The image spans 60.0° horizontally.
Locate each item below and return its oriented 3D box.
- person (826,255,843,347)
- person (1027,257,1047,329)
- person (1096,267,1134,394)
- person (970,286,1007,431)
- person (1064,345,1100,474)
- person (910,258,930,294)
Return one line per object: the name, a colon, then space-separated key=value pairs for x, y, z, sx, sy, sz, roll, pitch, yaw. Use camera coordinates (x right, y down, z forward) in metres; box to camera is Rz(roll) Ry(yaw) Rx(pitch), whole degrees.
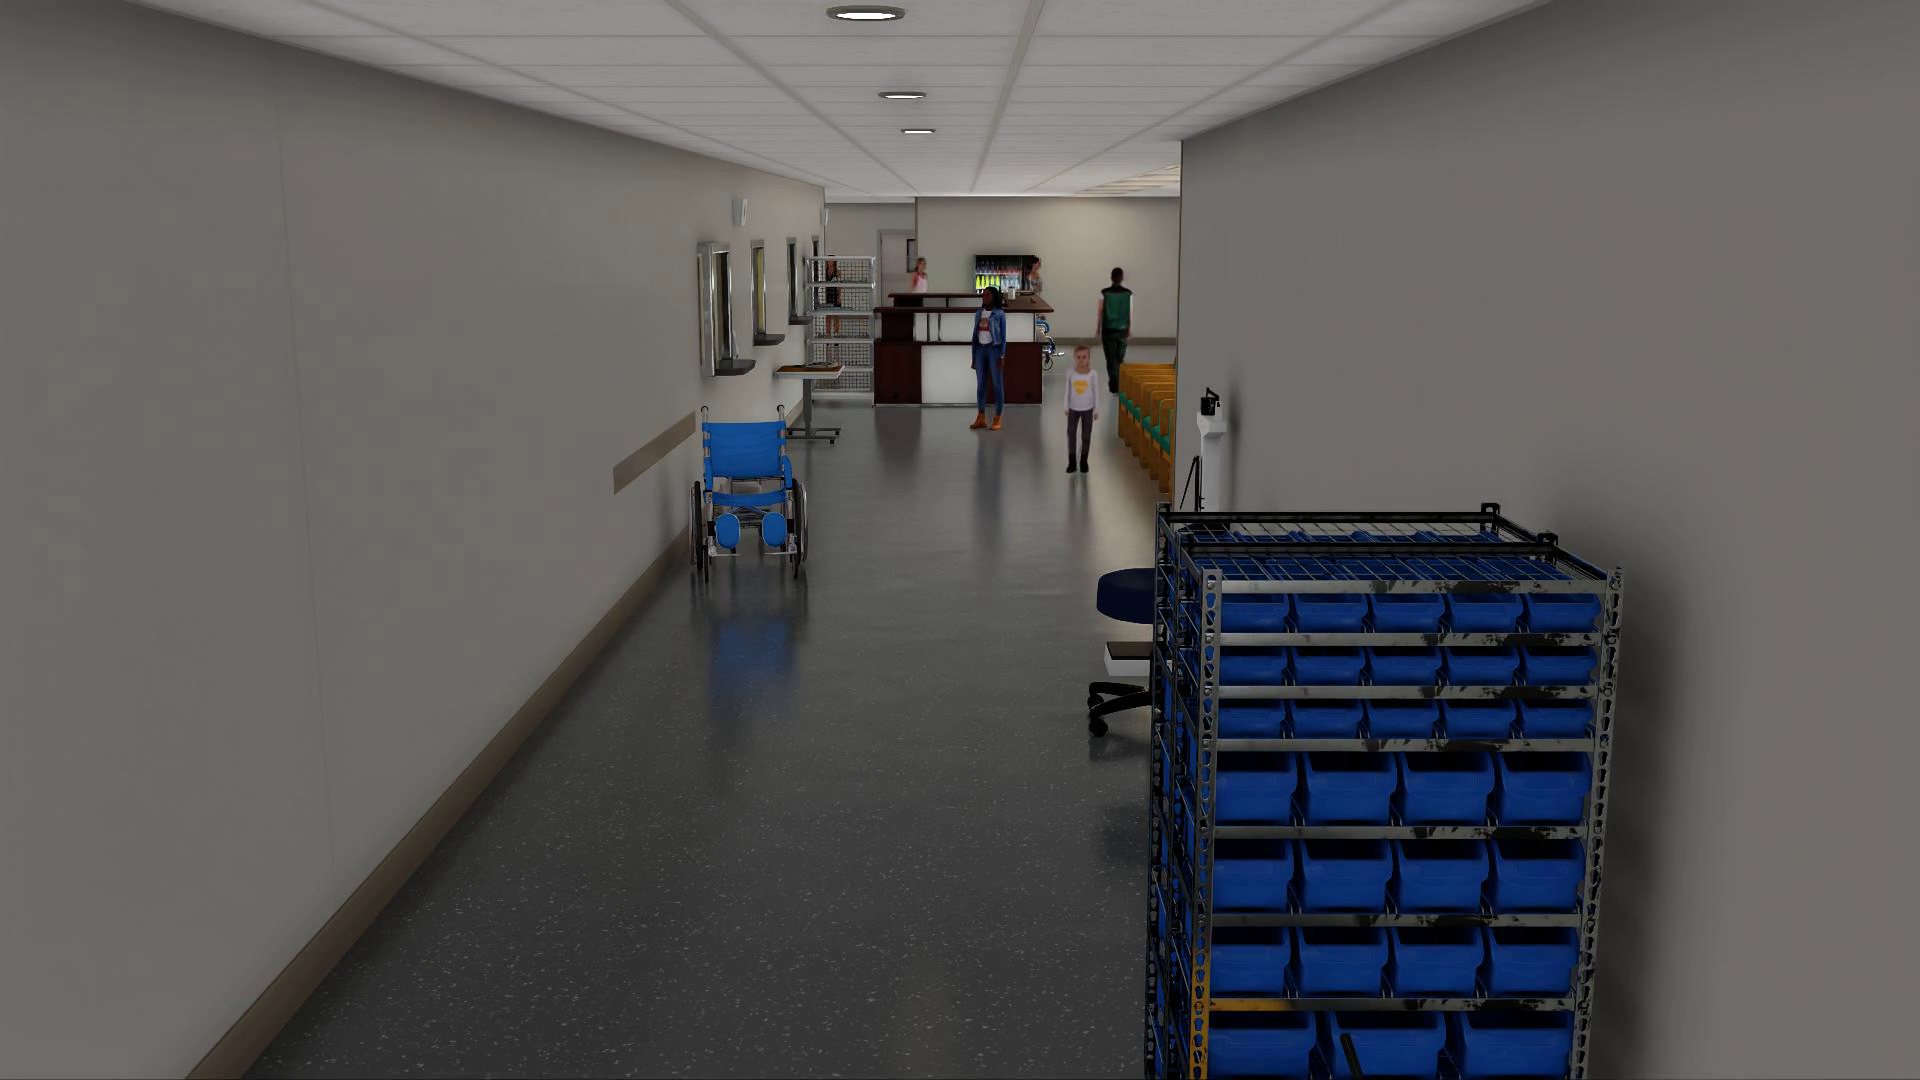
person: x=-2.598 y=-4.854 z=33.710 sx=0.563 sy=1.835 sz=0.703 roll=3 pitch=11 yaw=17
person: x=1.346 y=-4.542 z=32.137 sx=0.735 sy=1.809 sz=0.723 roll=3 pitch=11 yaw=15
person: x=2.225 y=-2.973 z=23.886 sx=1.035 sy=1.801 sz=0.736 roll=0 pitch=11 yaw=-2
person: x=0.356 y=-2.197 z=20.035 sx=0.631 sy=1.712 sz=0.739 roll=7 pitch=13 yaw=32
person: x=1.212 y=-1.297 z=16.503 sx=0.676 sy=1.262 sz=0.619 roll=1 pitch=11 yaw=7
person: x=-0.890 y=-4.783 z=33.498 sx=0.759 sy=1.775 sz=0.817 roll=-10 pitch=15 yaw=-43
